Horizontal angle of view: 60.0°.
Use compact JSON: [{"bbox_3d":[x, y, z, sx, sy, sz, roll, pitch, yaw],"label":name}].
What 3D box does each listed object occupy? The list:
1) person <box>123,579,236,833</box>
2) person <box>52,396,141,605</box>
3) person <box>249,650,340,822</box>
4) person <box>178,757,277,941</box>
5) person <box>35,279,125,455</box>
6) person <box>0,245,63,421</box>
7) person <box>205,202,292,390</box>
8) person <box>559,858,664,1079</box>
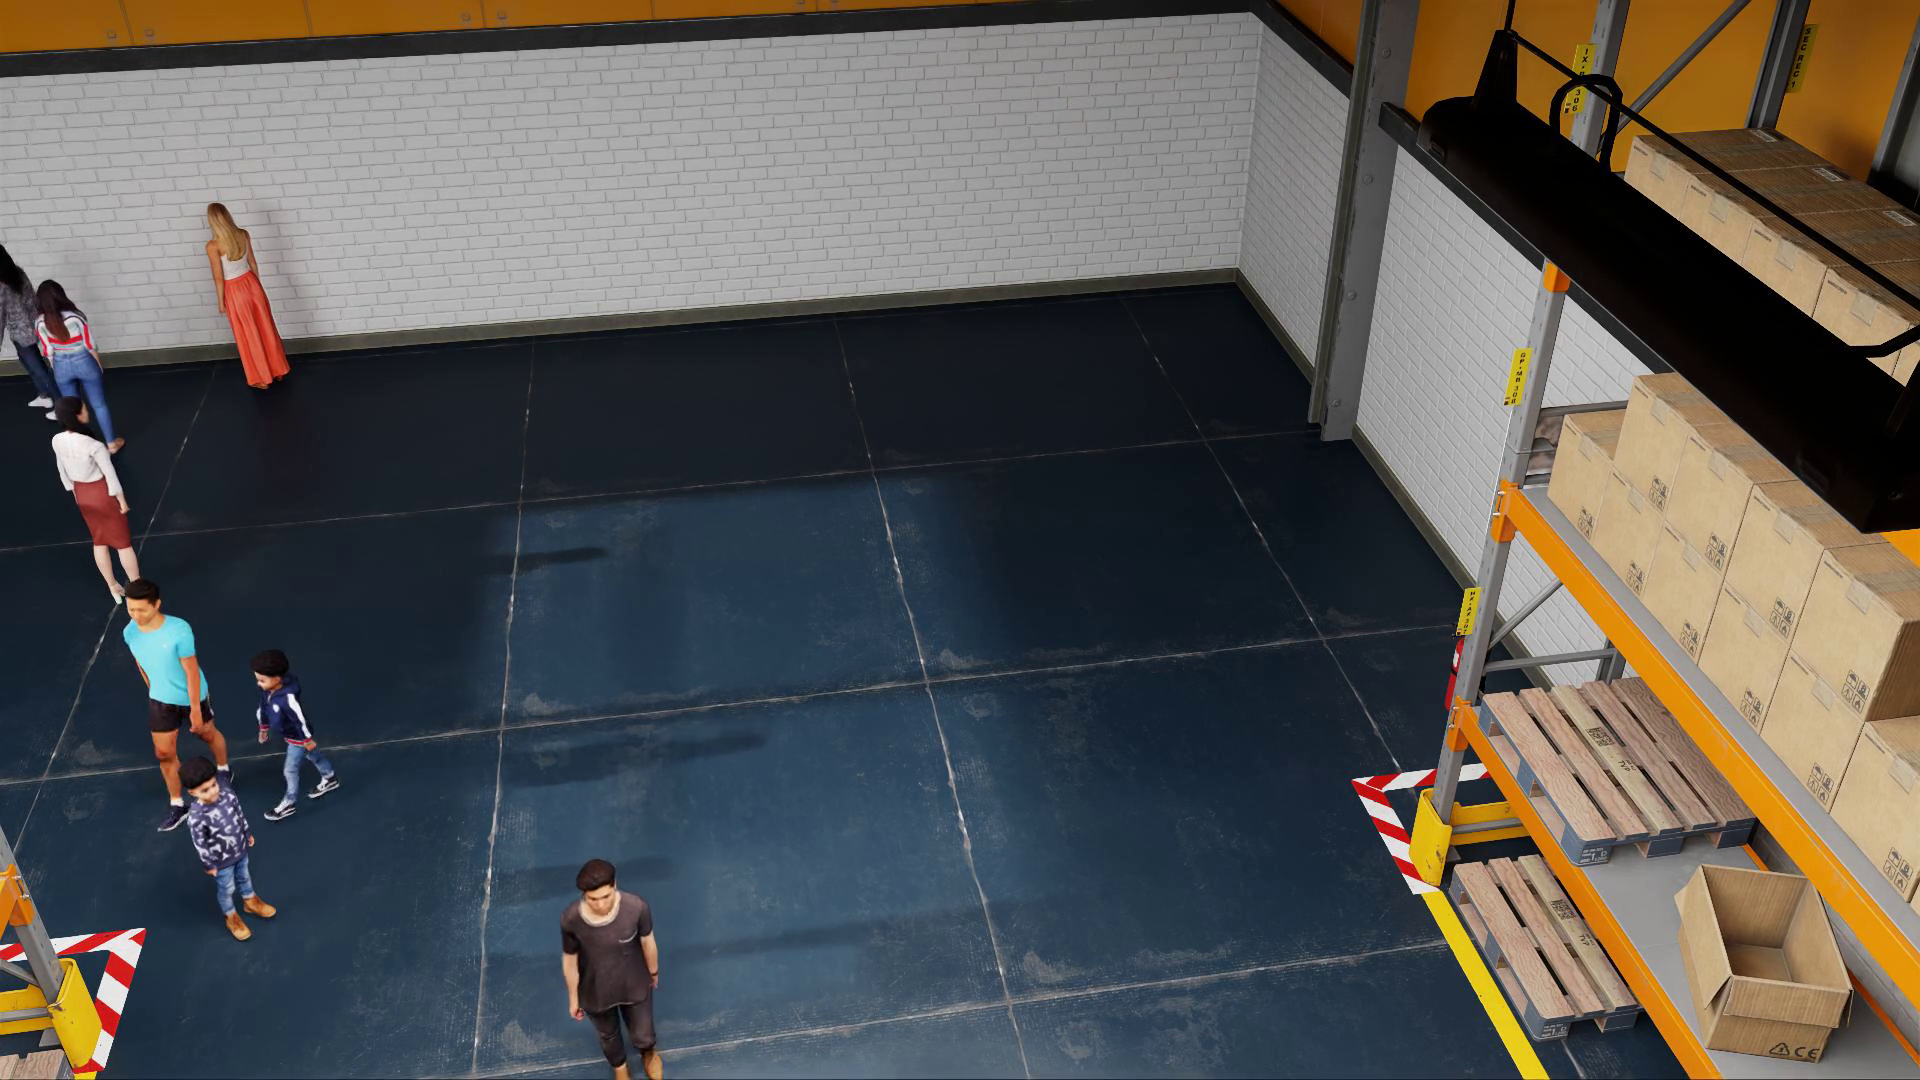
[{"bbox_3d":[-4.900,0.935,10.567,0.755,1.750,0.963,2,34,3],"label":"person"},{"bbox_3d":[-6.404,-0.281,12.396,0.669,1.750,0.655,8,34,12],"label":"person"},{"bbox_3d":[-4.228,1.185,10.688,0.782,1.200,0.777,-27,42,-35],"label":"person"},{"bbox_3d":[-4.312,1.783,9.744,0.638,1.250,0.561,15,37,22],"label":"person"},{"bbox_3d":[-7.620,-1.479,14.327,0.604,1.609,0.543,-9,35,-13],"label":"person"},{"bbox_3d":[-8.215,-1.832,14.765,0.755,1.711,0.739,1,34,1],"label":"person"},{"bbox_3d":[-6.606,-2.250,15.312,0.790,1.801,0.719,19,38,26],"label":"person"},{"bbox_3d":[-1.812,2.232,8.655,0.615,1.706,0.596,-5,34,-8],"label":"person"}]
